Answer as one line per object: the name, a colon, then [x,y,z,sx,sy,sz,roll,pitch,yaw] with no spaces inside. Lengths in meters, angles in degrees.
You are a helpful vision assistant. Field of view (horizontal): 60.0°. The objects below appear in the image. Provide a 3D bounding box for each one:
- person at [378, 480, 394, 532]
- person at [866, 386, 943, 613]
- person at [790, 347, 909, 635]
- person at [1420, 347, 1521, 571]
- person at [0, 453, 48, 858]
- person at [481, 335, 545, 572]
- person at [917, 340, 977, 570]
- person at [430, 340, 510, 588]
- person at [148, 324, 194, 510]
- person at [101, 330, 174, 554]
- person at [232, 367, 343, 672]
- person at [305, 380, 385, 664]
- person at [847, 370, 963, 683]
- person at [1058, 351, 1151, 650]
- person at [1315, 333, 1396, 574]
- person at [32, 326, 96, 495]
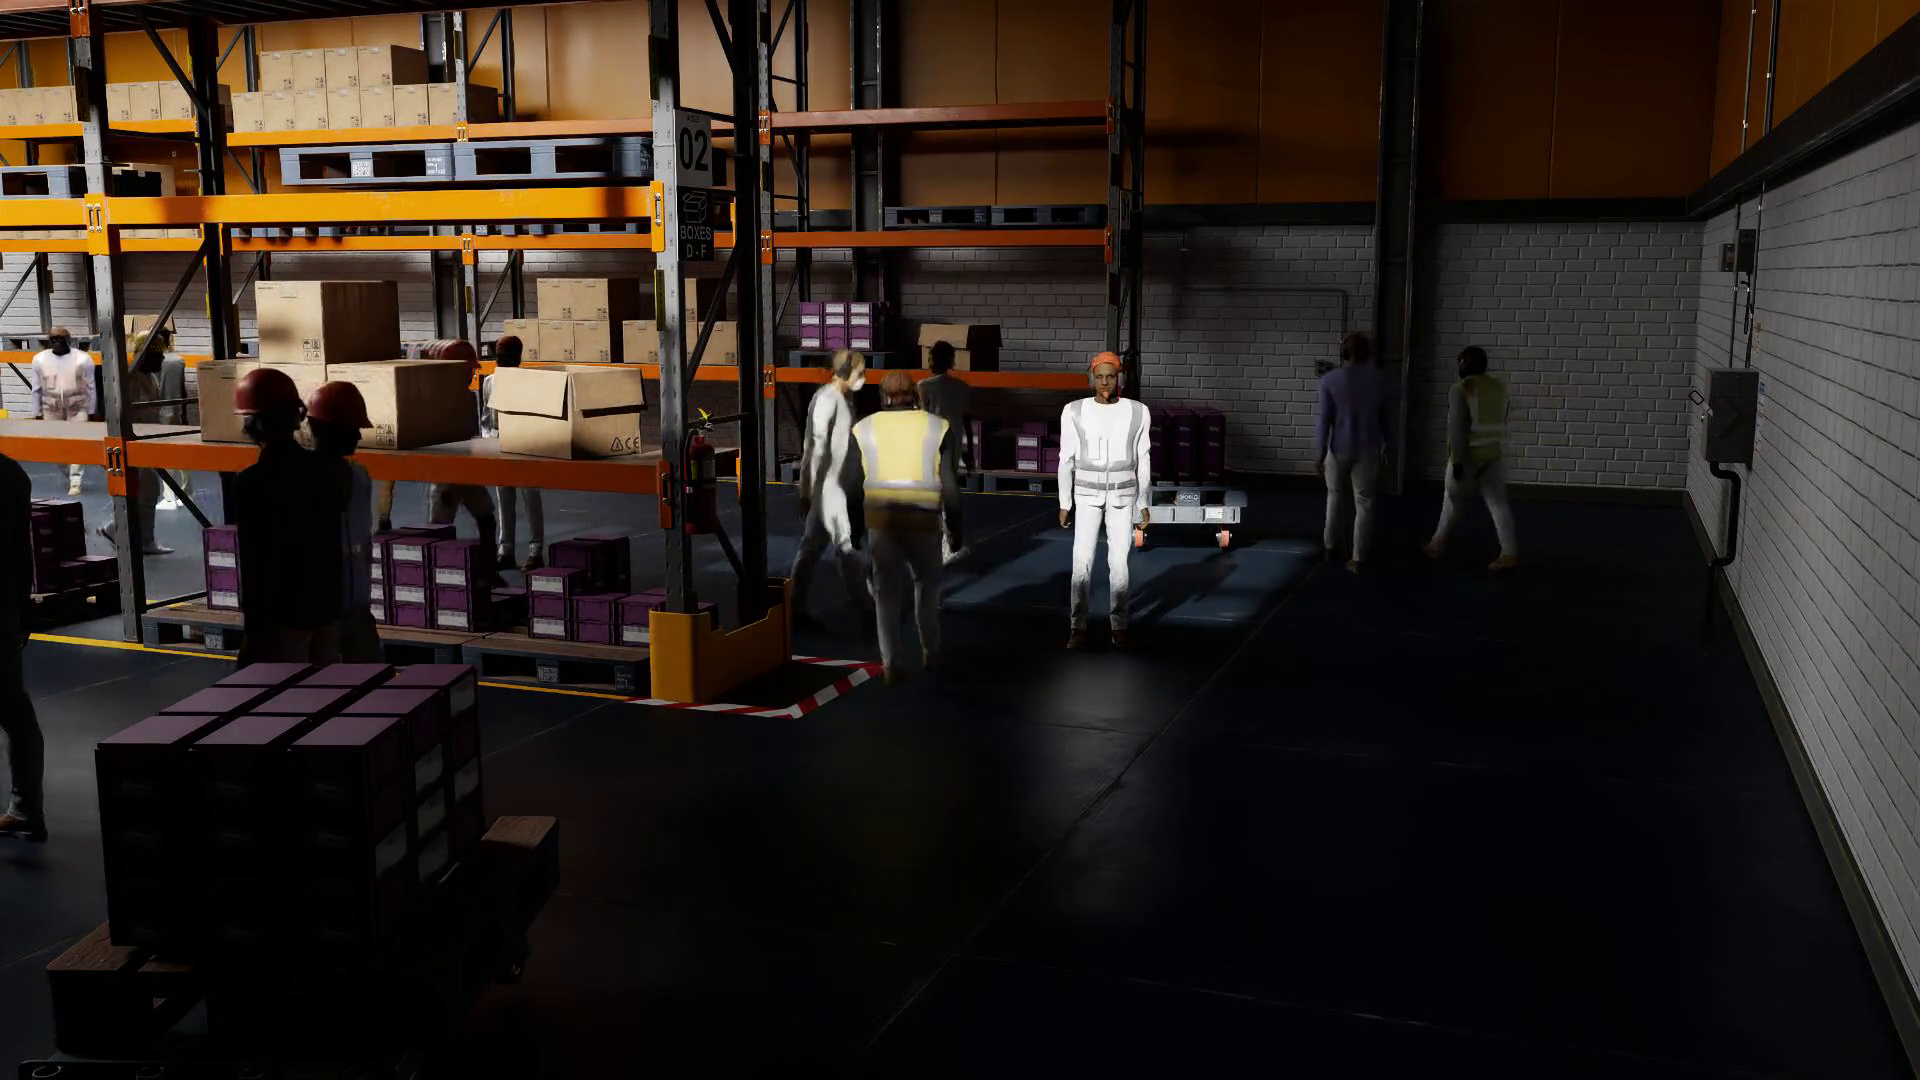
person: [-5.071,-0.858,14.249,0.710,1.908,0.569,7,11,36]
person: [-0.411,-0.310,11.743,0.511,1.611,0.682,-5,11,-31]
person: [-0.754,-0.314,10.926,0.959,1.878,0.696,1,9,7]
person: [4.165,-0.657,13.413,0.656,1.790,1.004,-4,10,-24]
person: [-4.004,0.329,6.711,0.355,1.937,0.635,2,9,15]
person: [-3.535,-0.681,13.230,0.579,1.881,0.342,3,9,17]
person: [-0.080,-0.682,13.412,0.544,1.836,0.640,-7,11,-36]
person: [-3.433,-0.437,11.628,0.867,1.898,0.575,3,10,18]
person: [-8.008,-1.236,16.758,0.323,1.870,0.518,4,10,22]
person: [-6.847,-0.804,13.924,0.532,1.901,0.633,-1,9,-7]
person: [-2.704,0.303,6.703,0.393,1.990,0.616,2,9,13]
person: [-2.822,0.251,7.304,0.746,1.909,0.561,5,10,28]
person: [-0.317,-0.098,9.827,0.689,1.799,0.805,1,9,5]
person: [0.908,-0.241,10.461,0.583,1.882,0.337,0,9,0]
person: [3.168,-0.719,13.429,0.659,1.889,0.988,0,9,3]
person: [-9.666,-1.405,17.990,0.629,1.824,0.554,-3,10,-19]
